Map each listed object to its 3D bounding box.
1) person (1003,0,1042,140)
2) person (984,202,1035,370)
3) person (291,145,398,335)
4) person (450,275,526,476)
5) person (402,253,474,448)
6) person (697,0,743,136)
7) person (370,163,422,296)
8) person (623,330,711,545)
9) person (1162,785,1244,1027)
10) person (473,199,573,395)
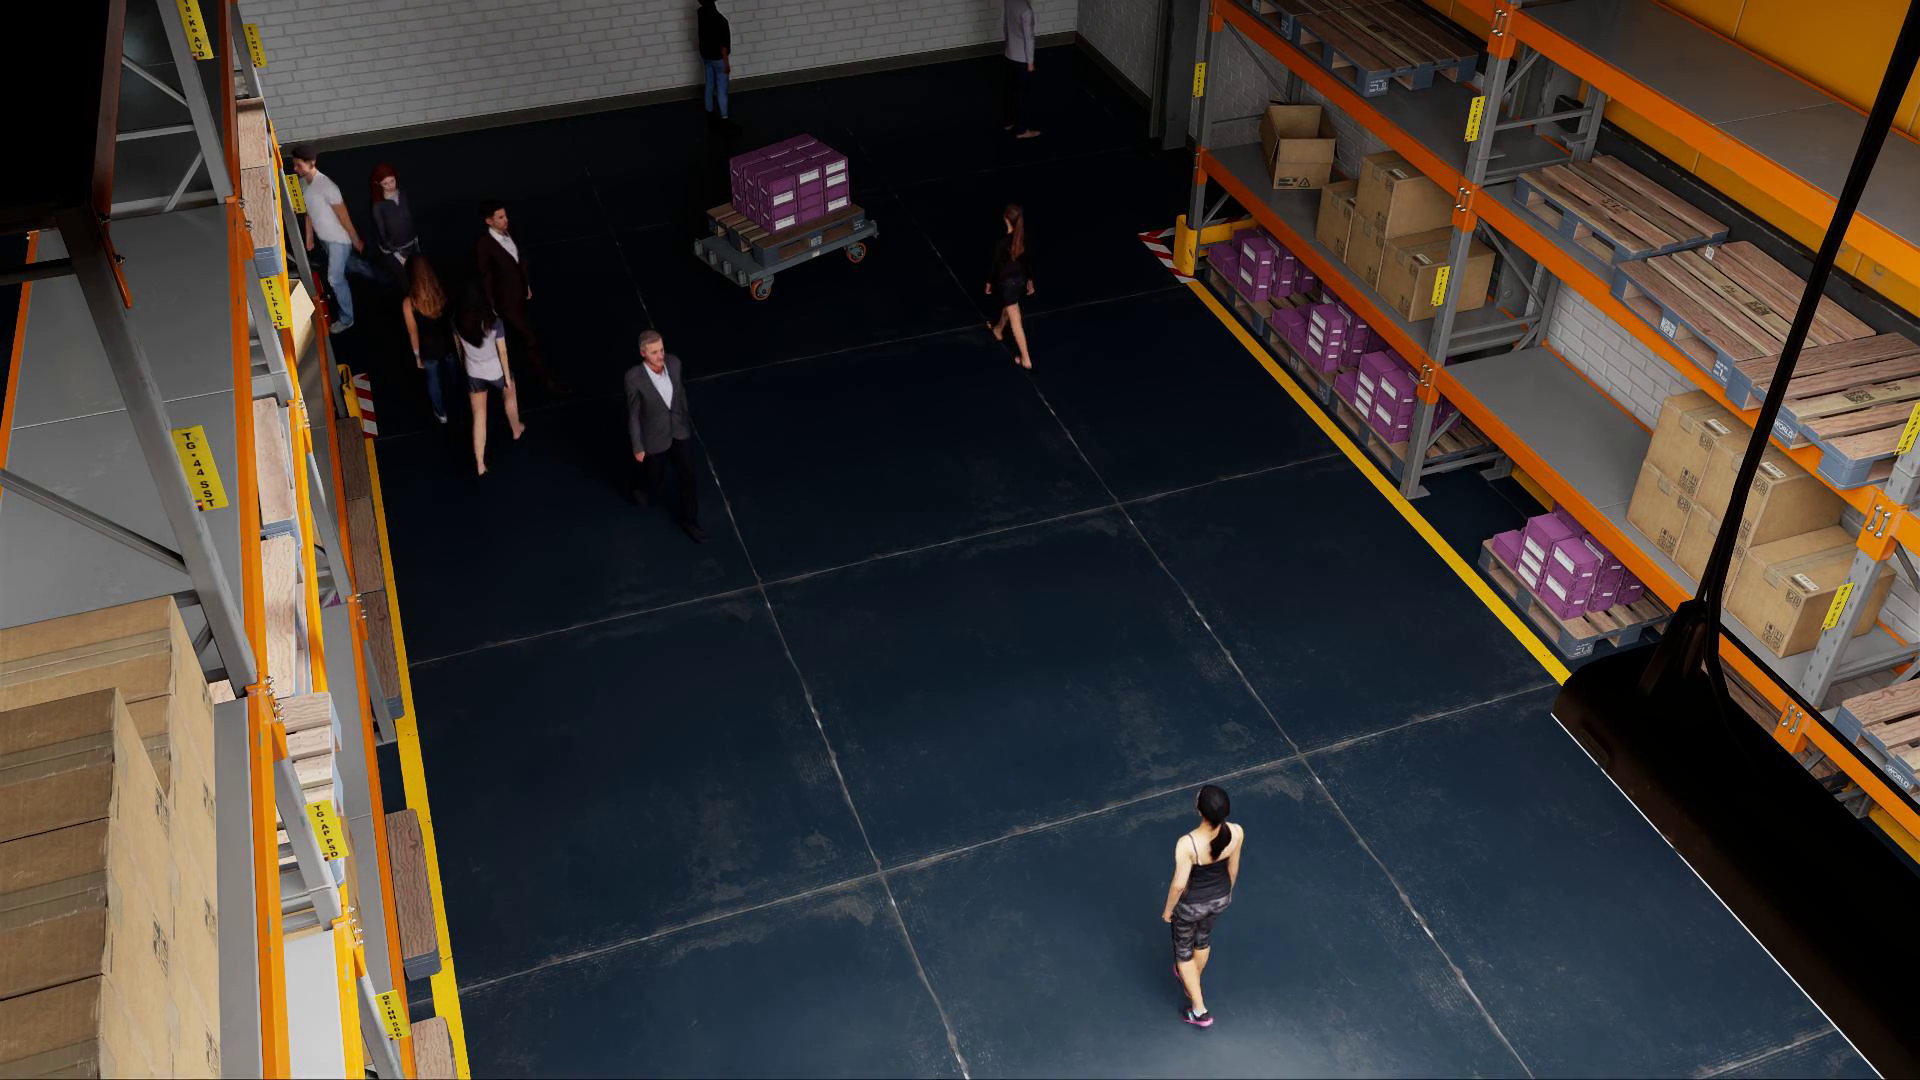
[{"bbox_3d":[0.652,-5.402,18.440,0.758,1.852,0.556,-18,42,-21],"label":"person"},{"bbox_3d":[0.498,-2.235,14.745,0.681,1.516,1.099,-20,43,-23],"label":"person"},{"bbox_3d":[-5.658,-2.815,15.231,1.037,1.813,1.138,-29,47,-31],"label":"person"},{"bbox_3d":[-3.862,-1.296,13.448,0.880,1.665,1.205,0,39,0],"label":"person"},{"bbox_3d":[-4.261,-1.516,13.707,0.651,1.686,1.116,-18,42,-21],"label":"person"},{"bbox_3d":[-2.730,-5.360,18.509,0.710,1.701,0.600,-31,48,-33],"label":"person"},{"bbox_3d":[-5.093,-2.578,14.982,0.826,1.755,0.768,12,40,15],"label":"person"},{"bbox_3d":[-2.319,-0.831,12.751,1.008,1.810,1.220,-31,48,-33],"label":"person"},{"bbox_3d":[1.353,2.038,9.227,0.568,1.723,0.750,-13,41,-16],"label":"person"},{"bbox_3d":[-3.944,-2.108,14.323,1.183,1.843,1.209,10,40,12],"label":"person"}]
